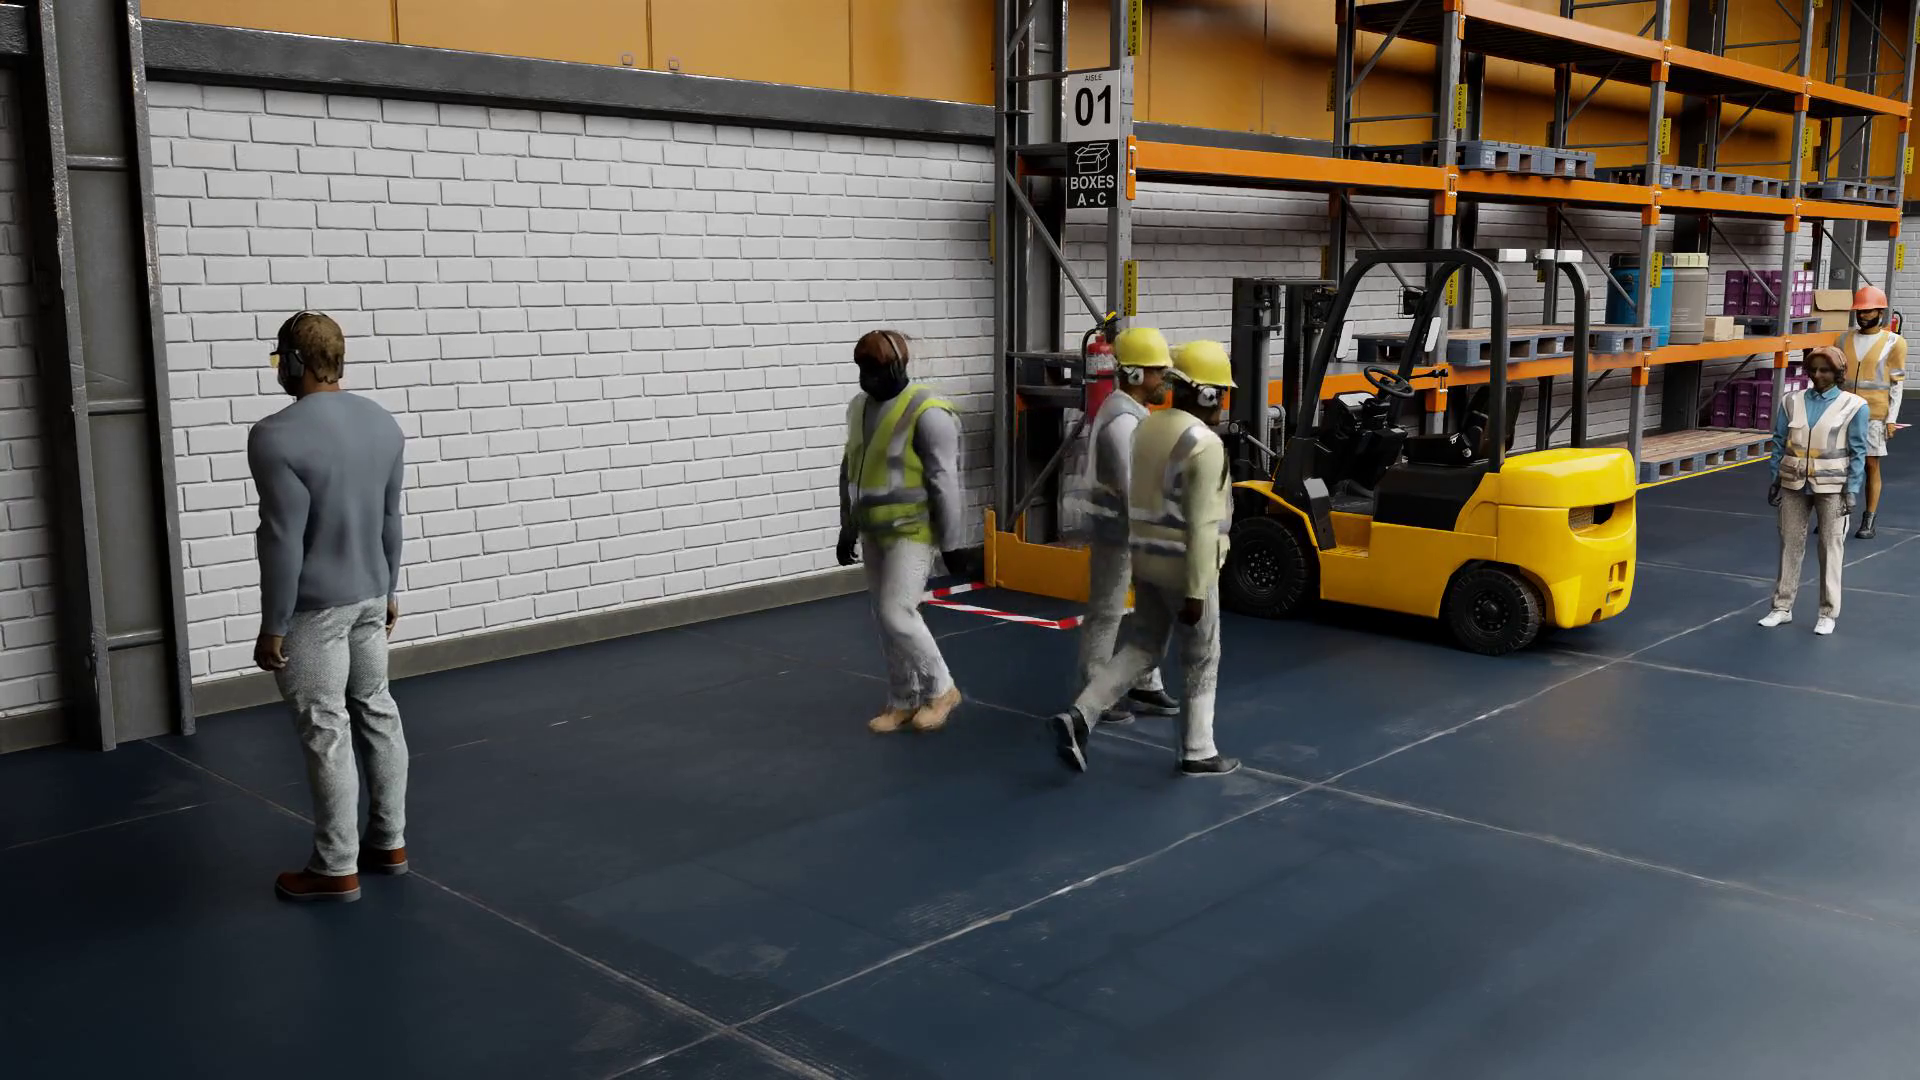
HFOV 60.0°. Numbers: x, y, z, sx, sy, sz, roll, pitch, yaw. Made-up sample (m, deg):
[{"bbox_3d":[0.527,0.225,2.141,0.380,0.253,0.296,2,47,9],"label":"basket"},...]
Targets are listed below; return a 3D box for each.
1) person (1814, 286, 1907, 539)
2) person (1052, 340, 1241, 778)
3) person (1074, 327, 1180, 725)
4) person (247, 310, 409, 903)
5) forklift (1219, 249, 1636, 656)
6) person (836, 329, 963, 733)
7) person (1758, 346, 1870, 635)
[{"bbox_3d":[6.941,-0.978,12.817,0.361,1.939,0.543,-8,12,-41],"label":"person"},{"bbox_3d":[0.782,0.106,6.642,0.754,1.802,0.603,-4,10,-25],"label":"person"},{"bbox_3d":[0.812,-0.044,7.488,0.640,1.808,0.600,2,10,14],"label":"person"},{"bbox_3d":[-2.076,0.218,5.483,0.357,1.938,0.637,3,10,20],"label":"person"},{"bbox_3d":[2.710,-0.584,9.626,2.313,2.155,1.214,9,13,43],"label":"forklift"},{"bbox_3d":[-0.273,-0.020,7.351,0.444,1.817,0.632,-7,12,-38],"label":"person"},{"bbox_3d":[4.876,-0.284,9.491,0.307,1.638,0.512,-8,12,-40],"label":"person"}]
